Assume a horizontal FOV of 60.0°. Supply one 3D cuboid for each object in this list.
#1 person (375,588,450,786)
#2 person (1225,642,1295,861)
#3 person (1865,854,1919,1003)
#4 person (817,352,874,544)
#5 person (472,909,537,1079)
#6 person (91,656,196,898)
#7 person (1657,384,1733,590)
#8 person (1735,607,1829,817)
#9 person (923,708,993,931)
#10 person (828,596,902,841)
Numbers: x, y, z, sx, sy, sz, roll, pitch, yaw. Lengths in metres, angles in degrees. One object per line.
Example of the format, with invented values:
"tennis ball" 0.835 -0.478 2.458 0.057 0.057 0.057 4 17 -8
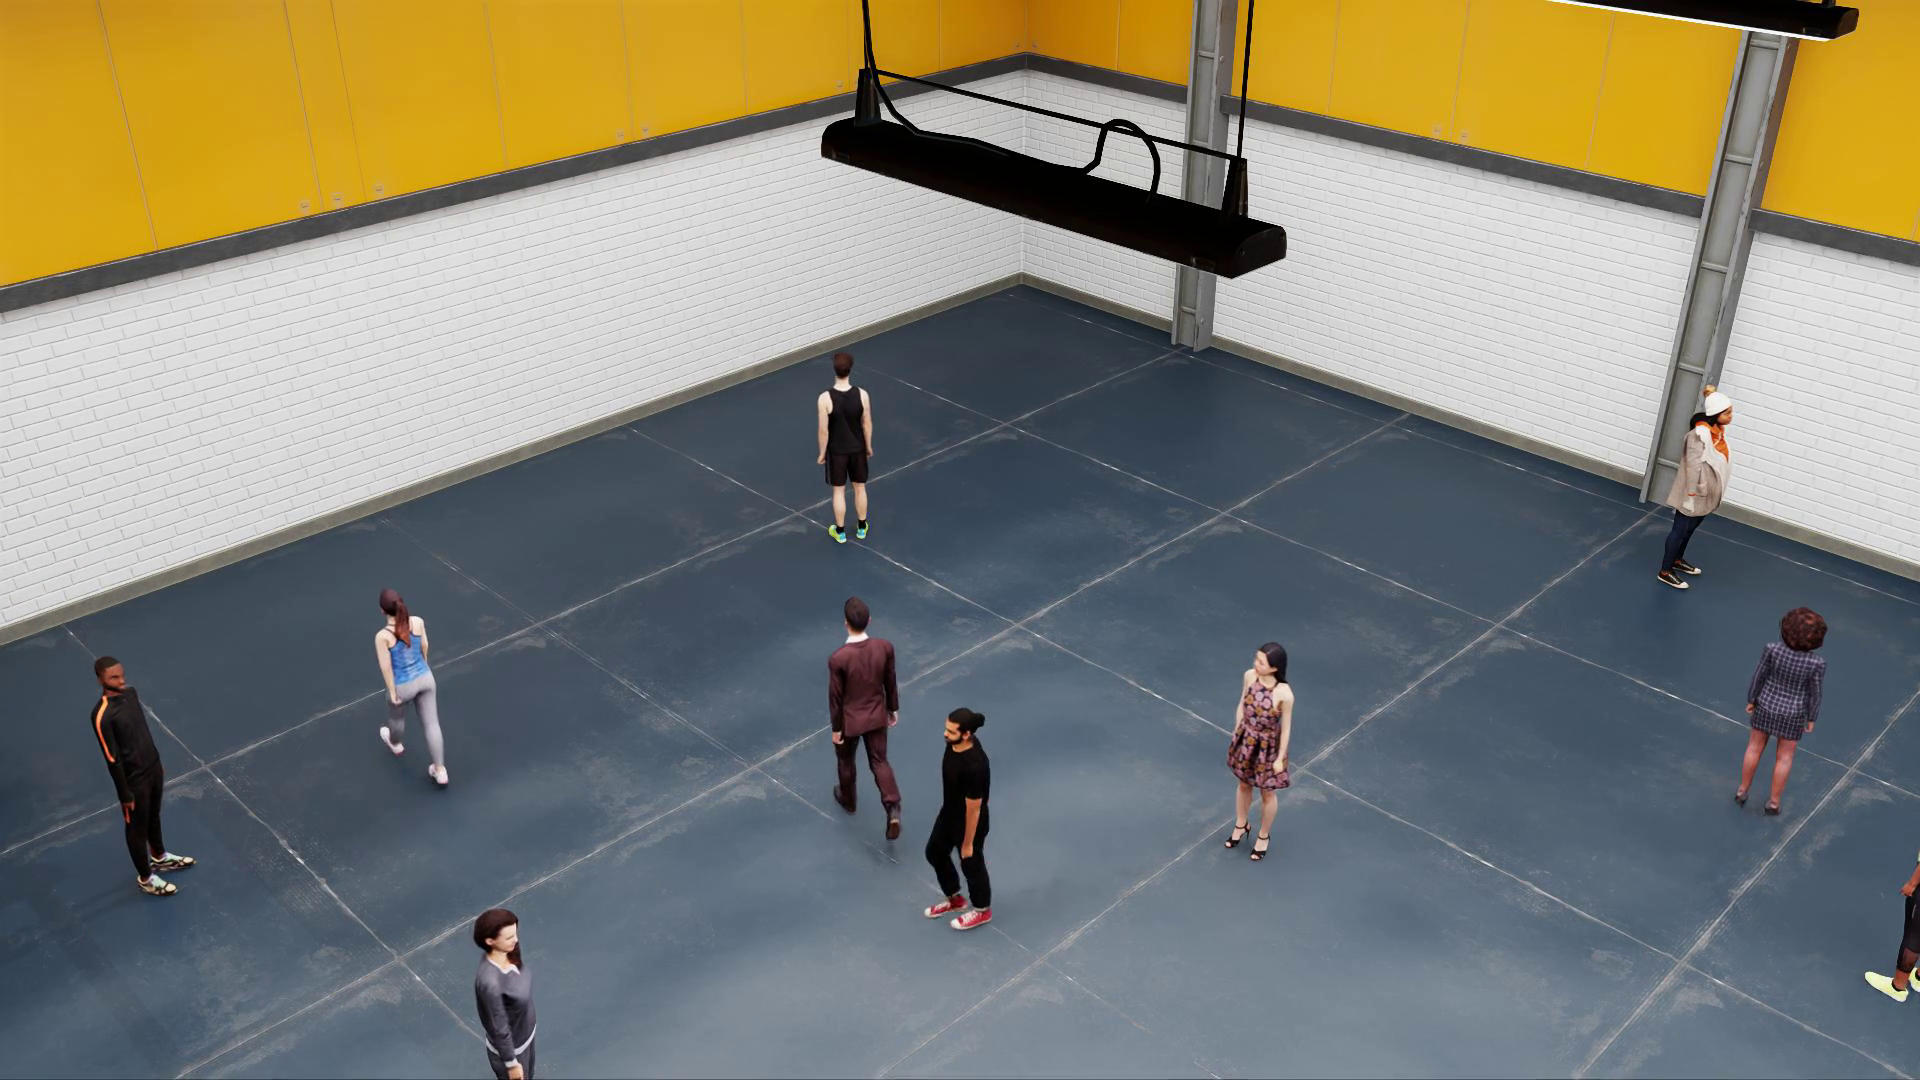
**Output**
"person" -4.044 1.111 12.356 0.615 1.572 1.040 -22 36 -35
"person" 2.084 1.452 11.519 0.707 1.774 0.587 -25 37 -38
"person" 6.071 2.119 10.315 0.629 1.755 0.633 -11 30 -19
"person" -1.074 -0.865 15.644 0.770 1.892 0.756 -8 30 -15
"person" -2.474 2.747 9.148 0.749 1.770 0.653 -4 29 -8
"person" -5.591 1.571 11.267 0.748 1.807 0.698 1 29 2
"person" 6.630 -0.502 14.980 0.673 1.890 0.697 22 35 34
"person" 5.908 1.243 11.978 0.519 1.702 0.712 20 34 32
"person" 0.108 1.809 10.896 0.841 1.744 0.746 -10 30 -18
"person" -0.662 1.290 11.745 0.932 1.842 1.216 -13 31 -23
